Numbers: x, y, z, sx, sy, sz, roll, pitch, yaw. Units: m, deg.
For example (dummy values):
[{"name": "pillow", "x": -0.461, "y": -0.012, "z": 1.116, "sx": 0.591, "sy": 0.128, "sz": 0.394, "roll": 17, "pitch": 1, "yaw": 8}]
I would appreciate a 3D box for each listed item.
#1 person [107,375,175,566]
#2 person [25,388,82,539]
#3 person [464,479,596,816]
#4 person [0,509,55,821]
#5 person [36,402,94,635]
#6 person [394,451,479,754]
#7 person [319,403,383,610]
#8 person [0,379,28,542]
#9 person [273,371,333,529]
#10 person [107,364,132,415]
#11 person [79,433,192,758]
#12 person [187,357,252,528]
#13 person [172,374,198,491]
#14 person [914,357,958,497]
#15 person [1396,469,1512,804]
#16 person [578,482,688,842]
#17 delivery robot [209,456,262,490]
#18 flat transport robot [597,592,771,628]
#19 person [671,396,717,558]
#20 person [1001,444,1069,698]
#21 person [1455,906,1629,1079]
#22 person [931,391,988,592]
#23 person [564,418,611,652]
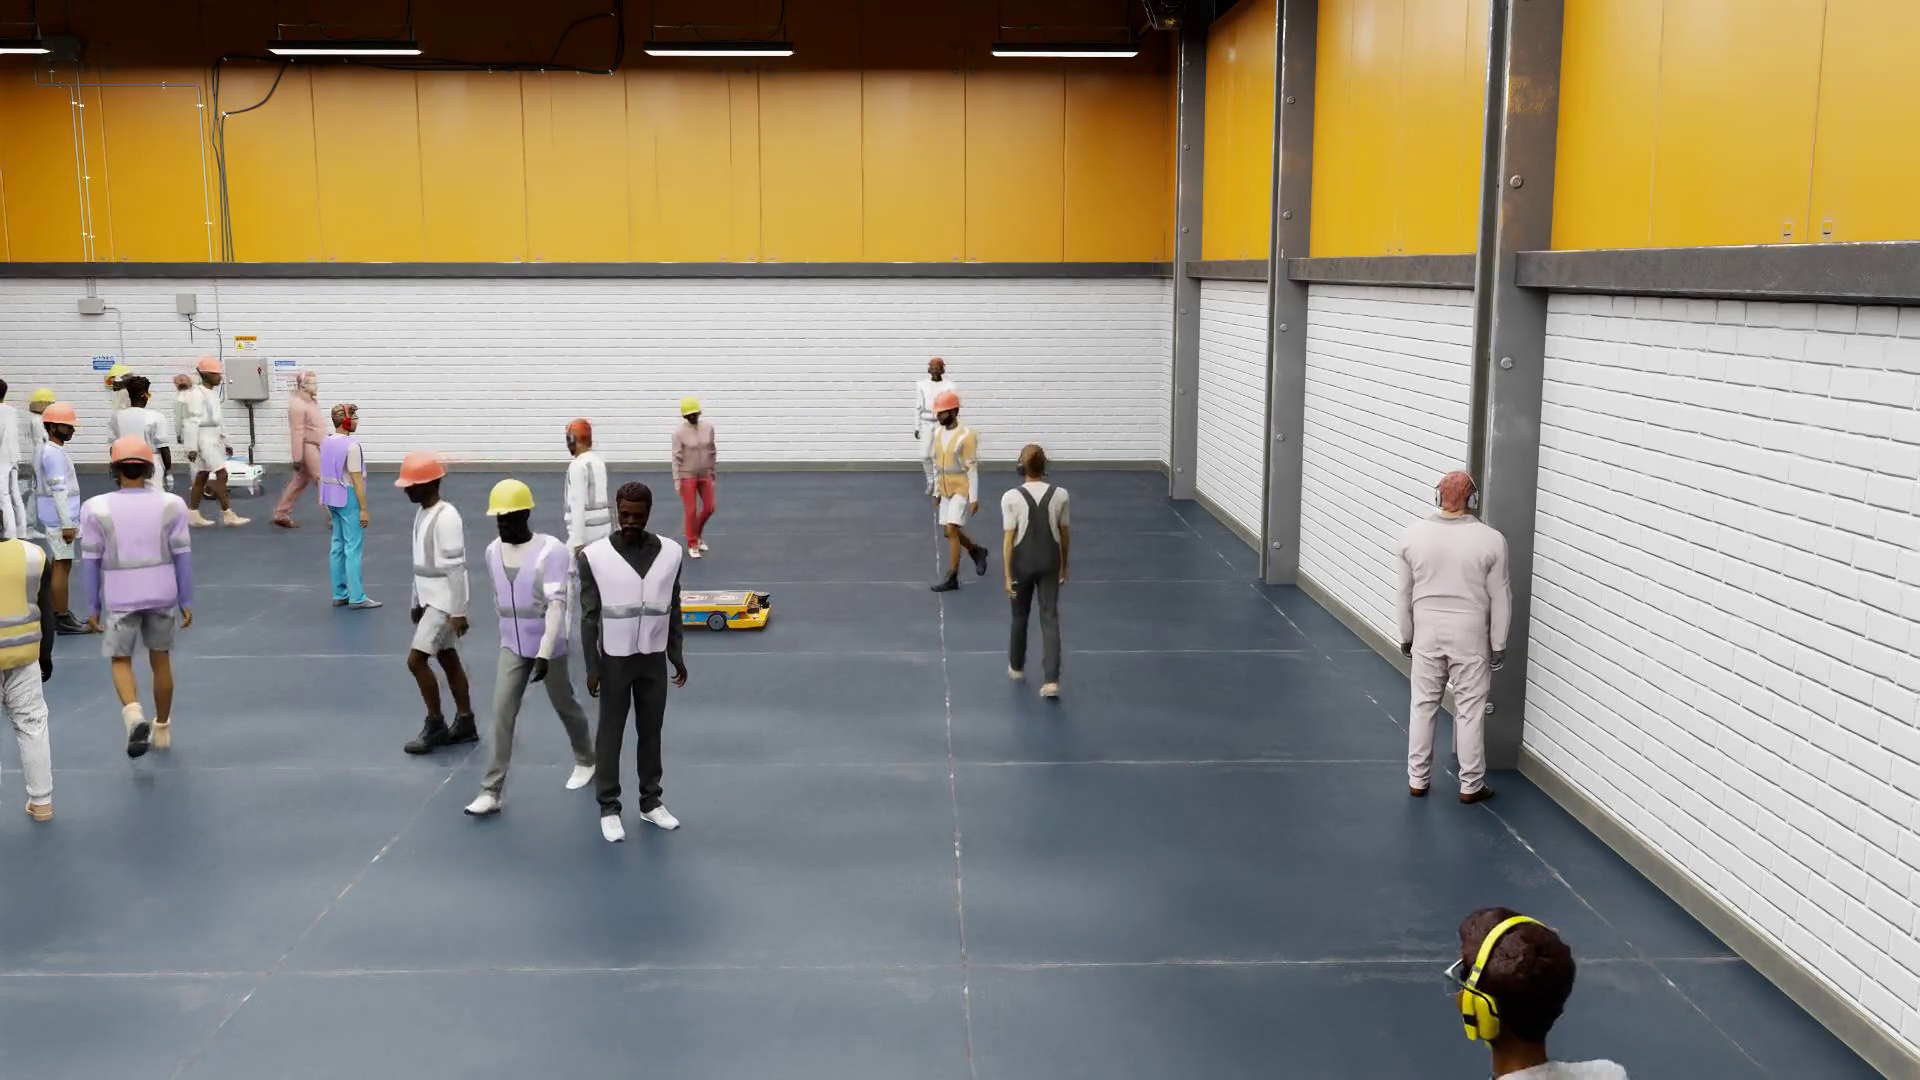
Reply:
[{"name": "person", "x": -8.268, "y": -0.683, "z": 16.840, "sx": 0.613, "sy": 1.965, "sz": 0.361, "roll": 0, "pitch": 9, "yaw": 0}, {"name": "person", "x": -10.189, "y": -0.852, "z": 18.679, "sx": 0.811, "sy": 1.695, "sz": 0.499, "roll": -4, "pitch": 10, "yaw": -23}, {"name": "person", "x": -2.427, "y": 0.577, "z": 9.429, "sx": 0.591, "sy": 1.871, "sz": 1.021, "roll": 3, "pitch": 10, "yaw": 20}, {"name": "person", "x": -5.224, "y": 0.660, "z": 8.989, "sx": 0.429, "sy": 1.844, "sz": 0.627, "roll": 7, "pitch": 12, "yaw": 38}, {"name": "person", "x": -7.461, "y": -0.178, "z": 13.847, "sx": 0.376, "sy": 1.932, "sz": 0.543, "roll": -6, "pitch": 11, "yaw": -32}, {"name": "person", "x": -3.336, "y": 0.393, "z": 10.407, "sx": 0.658, "sy": 1.906, "sz": 0.581, "roll": -6, "pitch": 11, "yaw": -32}, {"name": "person", "x": -5.477, "y": -0.295, "z": 14.827, "sx": 0.569, "sy": 1.845, "sz": 0.384, "roll": 7, "pitch": 12, "yaw": 38}, {"name": "person", "x": -10.412, "y": -0.832, "z": 18.081, "sx": 0.333, "sy": 1.867, "sz": 0.532, "roll": 0, "pitch": 9, "yaw": -1}, {"name": "person", "x": -7.575, "y": -1.038, "z": 19.343, "sx": 0.985, "sy": 1.867, "sz": 0.636, "roll": -2, "pitch": 9, "yaw": -11}, {"name": "person", "x": -10.780, "y": -1.383, "z": 21.676, "sx": 0.493, "sy": 1.803, "sz": 0.631, "roll": -8, "pitch": 12, "yaw": -39}, {"name": "person", "x": -5.034, "y": 0.364, "z": 10.235, "sx": 0.609, "sy": 2.028, "sz": 0.652, "roll": -6, "pitch": 11, "yaw": -33}, {"name": "person", "x": -8.690, "y": -1.132, "z": 19.459, "sx": 0.893, "sy": 2.001, "sz": 0.630, "roll": -1, "pitch": 9, "yaw": -9}, {"name": "person", "x": -10.392, "y": -1.448, "z": 22.569, "sx": 0.434, "sy": 1.615, "sz": 0.546, "roll": 4, "pitch": 10, "yaw": 21}, {"name": "person", "x": -0.320, "y": -1.495, "z": 22.102, "sx": 0.611, "sy": 1.870, "sz": 0.415, "roll": 2, "pitch": 9, "yaw": 11}, {"name": "person", "x": 2.810, "y": 0.547, "z": 9.480, "sx": 0.643, "sy": 1.910, "sz": 0.411, "roll": 5, "pitch": 11, "yaw": 30}, {"name": "person", "x": -1.752, "y": 0.631, "z": 8.938, "sx": 0.590, "sy": 1.917, "sz": 0.396, "roll": -7, "pitch": 11, "yaw": -35}, {"name": "delivery robot", "x": -9.632, "y": -0.871, "z": 22.019, "sx": 0.707, "sy": 0.478, "sz": 0.477, "roll": -1, "pitch": 9, "yaw": -7}, {"name": "flat transport robot", "x": -2.364, "y": 0.590, "z": 14.218, "sx": 1.431, "sy": 0.197, "sz": 0.652, "roll": 0, "pitch": 9, "yaw": -1}, {"name": "person", "x": -2.810, "y": -0.666, "z": 17.465, "sx": 0.572, "sy": 1.719, "sz": 0.611, "roll": -8, "pitch": 12, "yaw": -40}, {"name": "person", "x": 0.550, "y": 0.211, "z": 11.913, "sx": 0.522, "sy": 1.802, "sz": 0.980, "roll": -1, "pitch": 9, "yaw": -9}, {"name": "person", "x": 1.113, "y": 1.615, "z": 3.191, "sx": 0.520, "sy": 1.833, "sz": 0.936, "roll": -3, "pitch": 10, "yaw": -18}, {"name": "person", "x": 0.012, "y": -0.482, "z": 15.825, "sx": 0.769, "sy": 1.908, "sz": 0.559, "roll": -9, "pitch": 13, "yaw": -43}, {"name": "person", "x": -3.066, "y": -0.037, "z": 13.244, "sx": 0.796, "sy": 1.848, "sz": 0.601, "roll": 2, "pitch": 9, "yaw": 11}]
